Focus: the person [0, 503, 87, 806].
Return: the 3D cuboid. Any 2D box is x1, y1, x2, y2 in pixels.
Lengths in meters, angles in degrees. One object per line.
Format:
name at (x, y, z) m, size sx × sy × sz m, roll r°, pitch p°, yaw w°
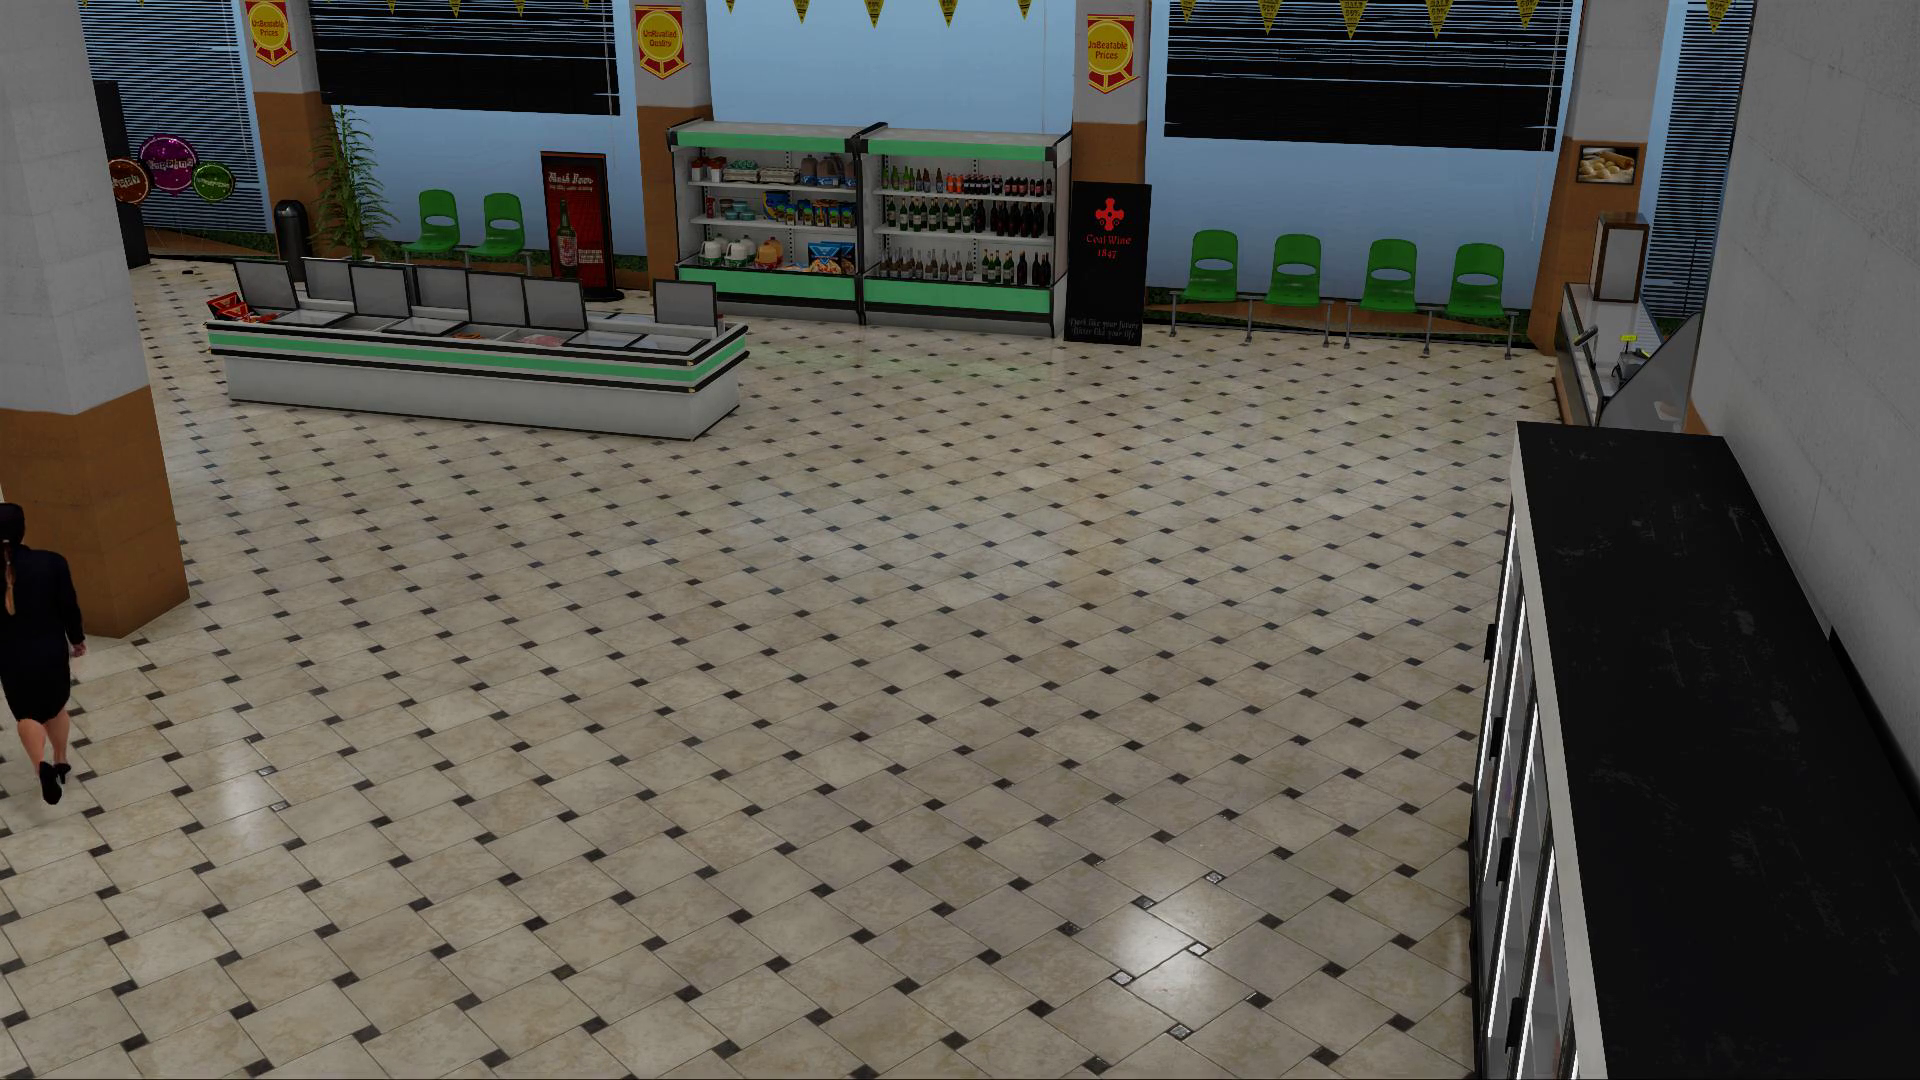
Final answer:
person at (-4.929, 0.644, 8.838) m, size 1.017 × 1.656 × 1.092 m, roll -14°, pitch 26°, yaw -30°
